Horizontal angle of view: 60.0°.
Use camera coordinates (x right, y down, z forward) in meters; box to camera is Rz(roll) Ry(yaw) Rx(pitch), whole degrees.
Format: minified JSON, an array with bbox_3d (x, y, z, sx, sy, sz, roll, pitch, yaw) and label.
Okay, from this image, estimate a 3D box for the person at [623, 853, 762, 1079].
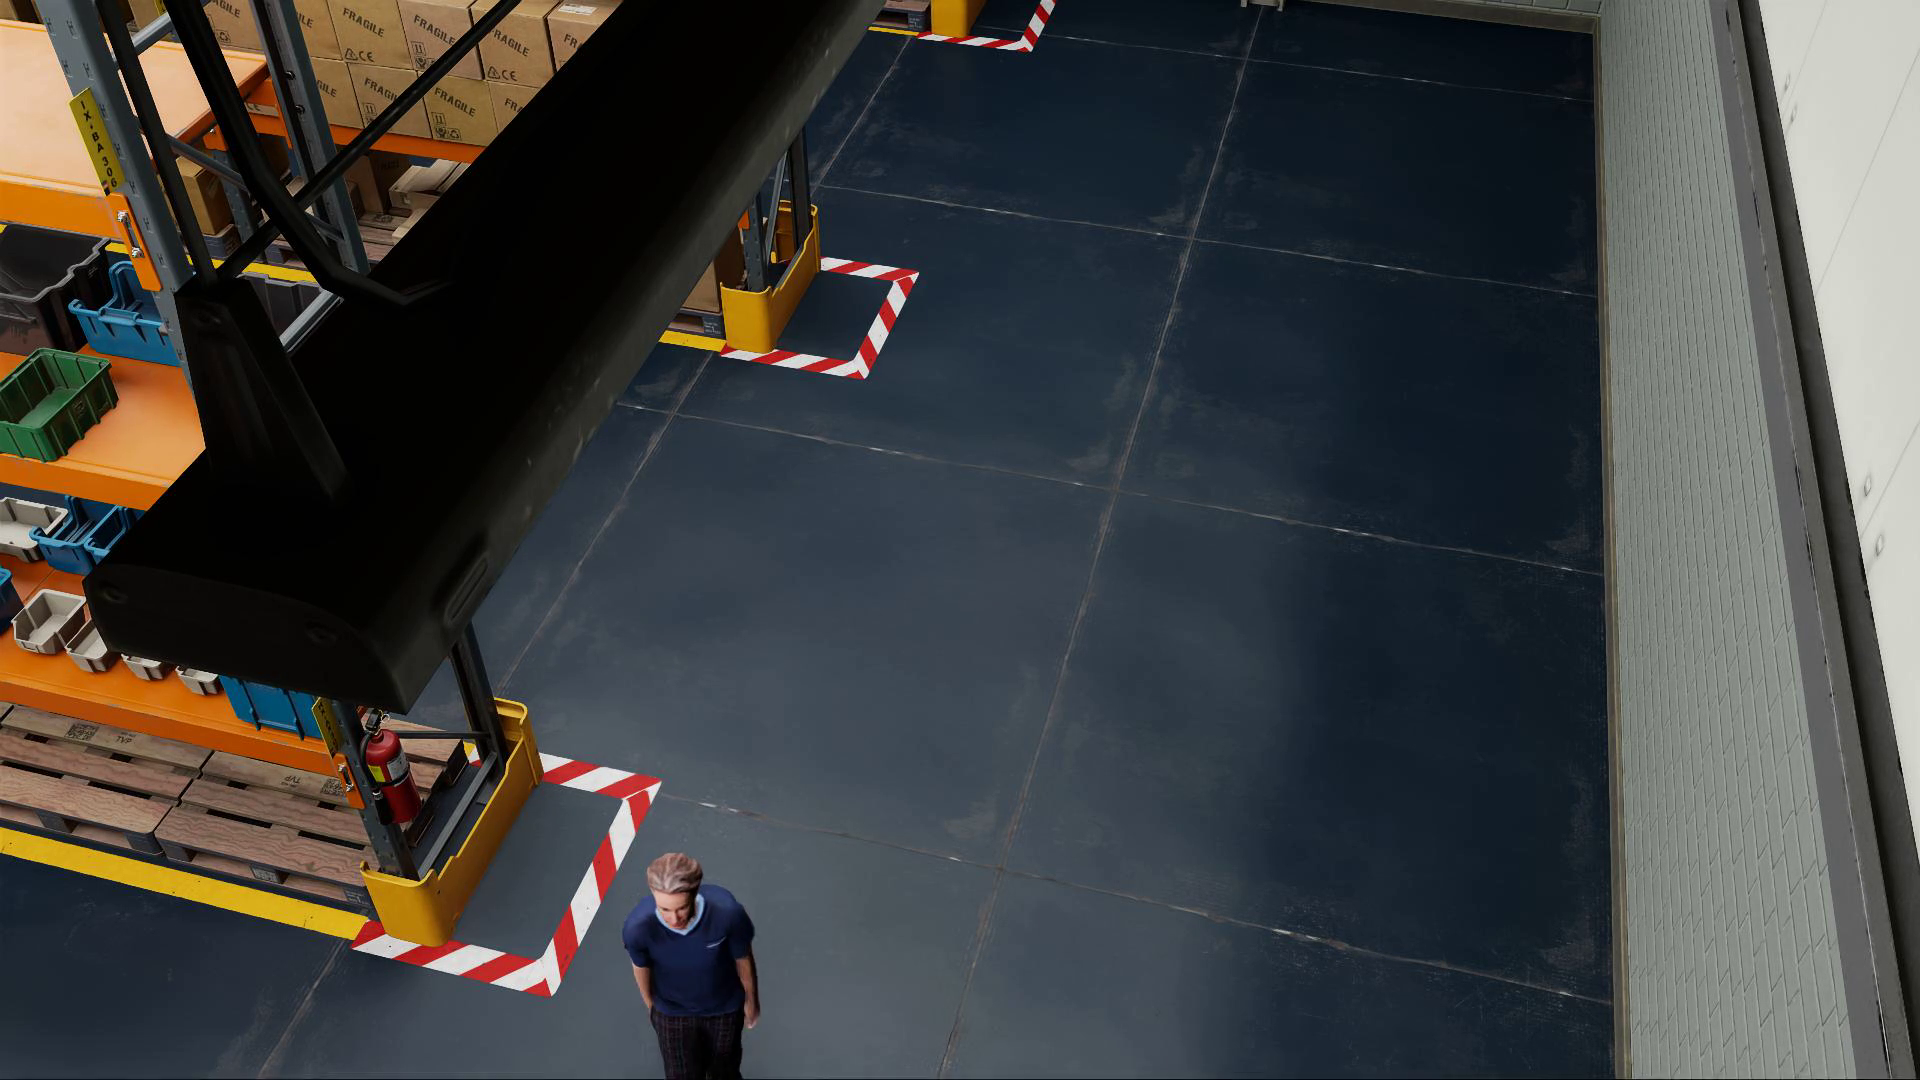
[{"bbox_3d":[-1.084,1.802,6.889,0.740,1.859,0.847,-9,44,-9],"label":"person"}]
